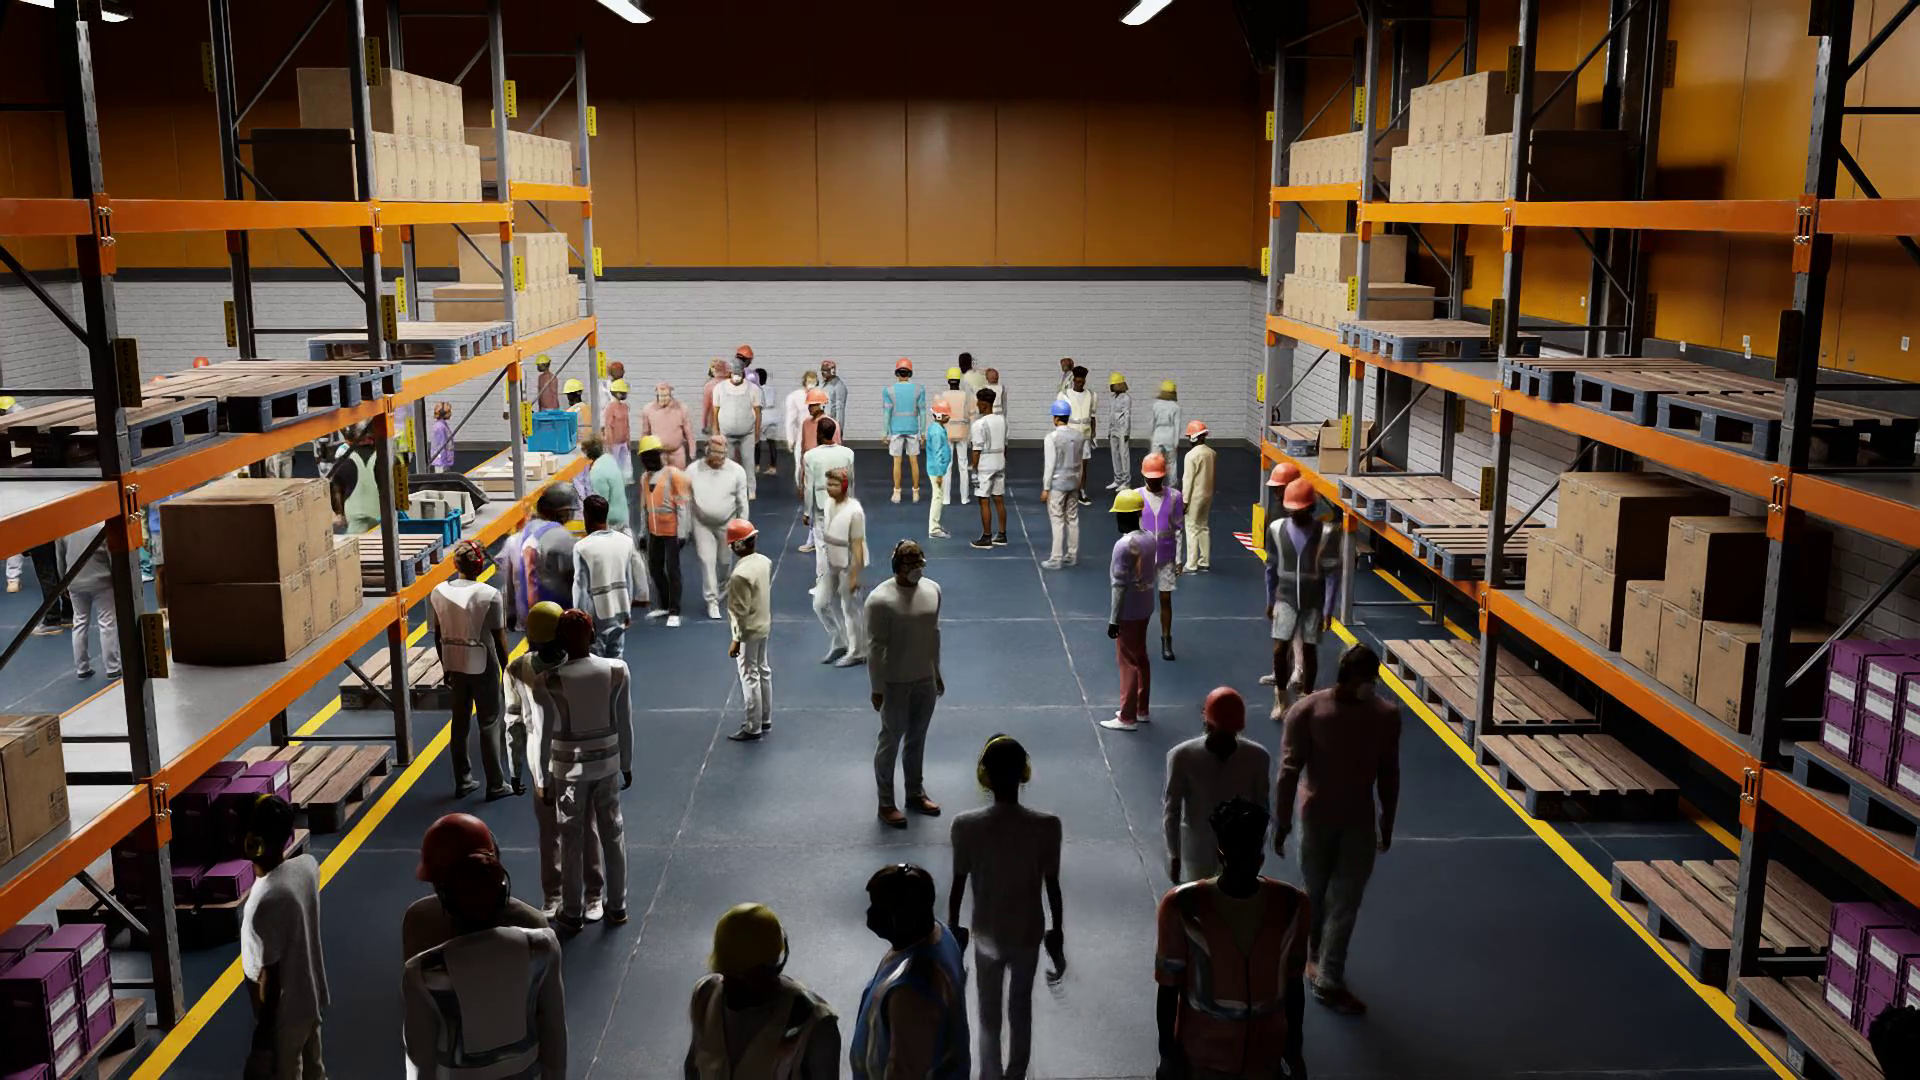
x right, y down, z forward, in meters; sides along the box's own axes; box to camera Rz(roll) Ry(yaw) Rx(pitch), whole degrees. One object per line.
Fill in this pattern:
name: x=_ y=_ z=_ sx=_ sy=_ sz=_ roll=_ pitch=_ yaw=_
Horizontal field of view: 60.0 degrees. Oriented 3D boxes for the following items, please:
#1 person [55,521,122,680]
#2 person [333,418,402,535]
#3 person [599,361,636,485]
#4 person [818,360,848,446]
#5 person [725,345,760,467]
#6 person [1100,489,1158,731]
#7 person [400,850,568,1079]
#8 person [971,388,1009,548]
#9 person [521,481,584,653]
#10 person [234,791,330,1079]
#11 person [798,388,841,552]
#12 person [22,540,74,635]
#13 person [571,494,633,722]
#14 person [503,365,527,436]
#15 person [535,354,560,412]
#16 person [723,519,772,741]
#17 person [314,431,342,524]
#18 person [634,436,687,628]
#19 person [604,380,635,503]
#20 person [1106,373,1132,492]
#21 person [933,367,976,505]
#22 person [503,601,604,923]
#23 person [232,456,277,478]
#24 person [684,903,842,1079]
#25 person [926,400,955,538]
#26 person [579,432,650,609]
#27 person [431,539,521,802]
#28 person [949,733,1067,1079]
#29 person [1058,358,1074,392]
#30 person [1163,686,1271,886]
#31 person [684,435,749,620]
person: x=-7.593 y=0.361 z=14.567 sx=0.566 sy=1.744 sz=0.350 roll=0 pitch=11 yaw=-1
person: x=-6.094 y=-0.317 z=17.221 sx=0.698 sy=2.000 sz=1.073 roll=-2 pitch=11 yaw=-9
person: x=-5.207 y=-1.779 z=25.065 sx=0.577 sy=1.849 sz=0.939 roll=-7 pitch=13 yaw=-31
person: x=-1.923 y=-1.707 z=24.558 sx=0.401 sy=1.900 sz=0.643 roll=-7 pitch=13 yaw=-33
person: x=-3.344 y=-1.971 z=25.554 sx=0.629 sy=2.025 sz=0.435 roll=3 pitch=12 yaw=15
person: x=1.342 y=0.551 z=13.186 sx=0.385 sy=1.919 sz=0.582 roll=7 pitch=13 yaw=30
person: x=-1.685 y=2.007 z=5.959 sx=0.584 sy=1.882 sz=0.339 roll=-8 pitch=14 yaw=-33
person: x=0.348 y=-0.878 z=20.259 sx=0.367 sy=1.958 sz=0.610 roll=10 pitch=15 yaw=42
person: x=-3.207 y=0.496 z=13.144 sx=0.579 sy=2.000 sz=0.709 roll=-10 pitch=15 yaw=-42
person: x=-2.677 y=1.890 z=6.583 sx=0.329 sy=1.874 sz=0.518 roll=1 pitch=11 yaw=3
person: x=-1.684 y=-0.816 z=19.836 sx=0.625 sy=1.992 sz=0.386 roll=9 pitch=15 yaw=39
person: x=-8.886 y=-0.069 z=16.116 sx=0.391 sy=1.987 sz=0.608 roll=1 pitch=11 yaw=4
person: x=-2.774 y=0.593 z=13.003 sx=0.386 sy=1.904 sz=0.603 roll=7 pitch=13 yaw=31
person: x=-7.141 y=-2.129 z=26.735 sx=0.350 sy=1.878 sz=0.568 roll=4 pitch=12 yaw=17
person: x=-6.731 y=-2.157 z=27.175 sx=0.339 sy=1.753 sz=0.535 roll=-10 pitch=15 yaw=-41
person: x=-1.658 y=0.692 z=12.908 sx=0.338 sy=1.742 sz=0.562 roll=3 pitch=12 yaw=14
person: x=-8.265 y=-1.049 z=21.797 sx=0.331 sy=1.683 sz=0.538 roll=-1 pitch=11 yaw=-6
person: x=-2.917 y=-0.090 z=16.503 sx=0.656 sy=1.882 sz=0.415 roll=9 pitch=14 yaw=37
person: x=-4.737 y=-1.349 z=23.113 sx=0.333 sy=1.761 sz=0.528 roll=4 pitch=12 yaw=21
person: x=2.311 y=-1.582 z=24.351 sx=0.324 sy=1.731 sz=0.491 roll=-6 pitch=13 yaw=-29
person: x=-0.083 y=-1.440 z=23.142 sx=0.595 sy=1.923 sz=0.372 roll=-1 pitch=11 yaw=-6
person: x=-2.315 y=1.273 z=9.586 sx=0.591 sy=1.911 sz=0.398 roll=-1 pitch=11 yaw=-6
person: x=-8.020 y=-0.459 z=18.980 sx=0.279 sy=1.630 sz=0.497 roll=10 pitch=15 yaw=42
person: x=-0.693 y=2.091 z=5.679 sx=0.600 sy=1.827 sz=0.404 roll=5 pitch=13 yaw=26
person: x=-0.244 y=-0.891 z=20.864 sx=0.354 sy=1.737 sz=0.576 roll=0 pitch=11 yaw=1
person: x=-3.624 y=-0.169 z=16.927 sx=0.879 sy=1.871 sz=0.648 roll=1 pitch=11 yaw=5
person: x=-3.384 y=0.911 z=11.551 sx=0.565 sy=1.846 sz=0.390 roll=4 pitch=12 yaw=18
person: x=0.208 y=1.767 z=7.298 sx=0.524 sy=1.843 sz=0.775 roll=-1 pitch=11 yaw=-3
person: x=1.814 y=-2.240 z=27.896 sx=0.313 sy=1.632 sz=0.520 roll=-5 pitch=12 yaw=-25
person: x=1.319 y=1.588 z=8.492 sx=0.565 sy=1.711 sz=0.837 roll=1 pitch=11 yaw=3
person: x=-2.487 y=-0.176 z=16.987 sx=0.652 sy=1.864 sz=0.876 roll=-2 pitch=11 yaw=-9
